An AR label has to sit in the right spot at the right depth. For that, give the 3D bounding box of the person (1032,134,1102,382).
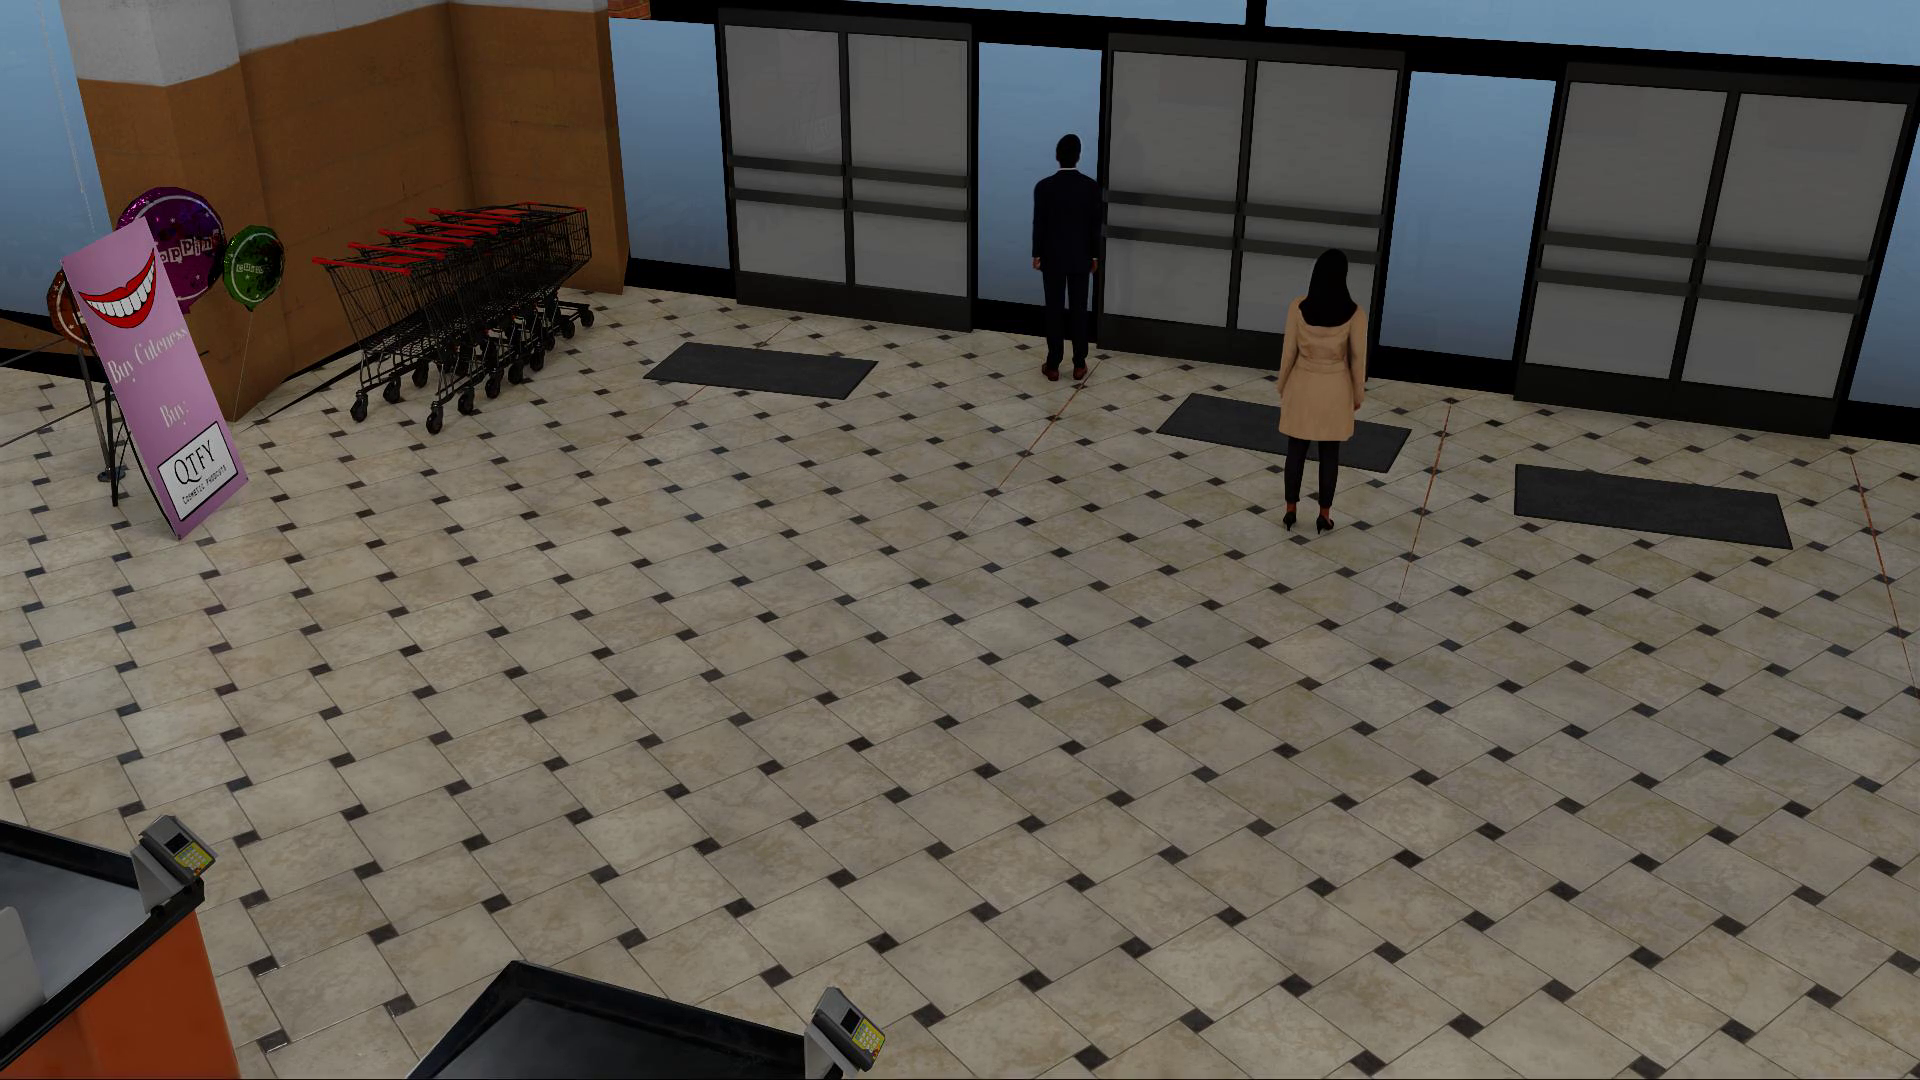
[{"bbox_3d":[0.738,-1.955,11.583,0.698,1.725,0.663,-1,27,-3],"label":"person"}]

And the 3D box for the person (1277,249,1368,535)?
[{"bbox_3d":[2.030,-0.824,9.403,0.643,1.682,0.501,9,28,18],"label":"person"}]
